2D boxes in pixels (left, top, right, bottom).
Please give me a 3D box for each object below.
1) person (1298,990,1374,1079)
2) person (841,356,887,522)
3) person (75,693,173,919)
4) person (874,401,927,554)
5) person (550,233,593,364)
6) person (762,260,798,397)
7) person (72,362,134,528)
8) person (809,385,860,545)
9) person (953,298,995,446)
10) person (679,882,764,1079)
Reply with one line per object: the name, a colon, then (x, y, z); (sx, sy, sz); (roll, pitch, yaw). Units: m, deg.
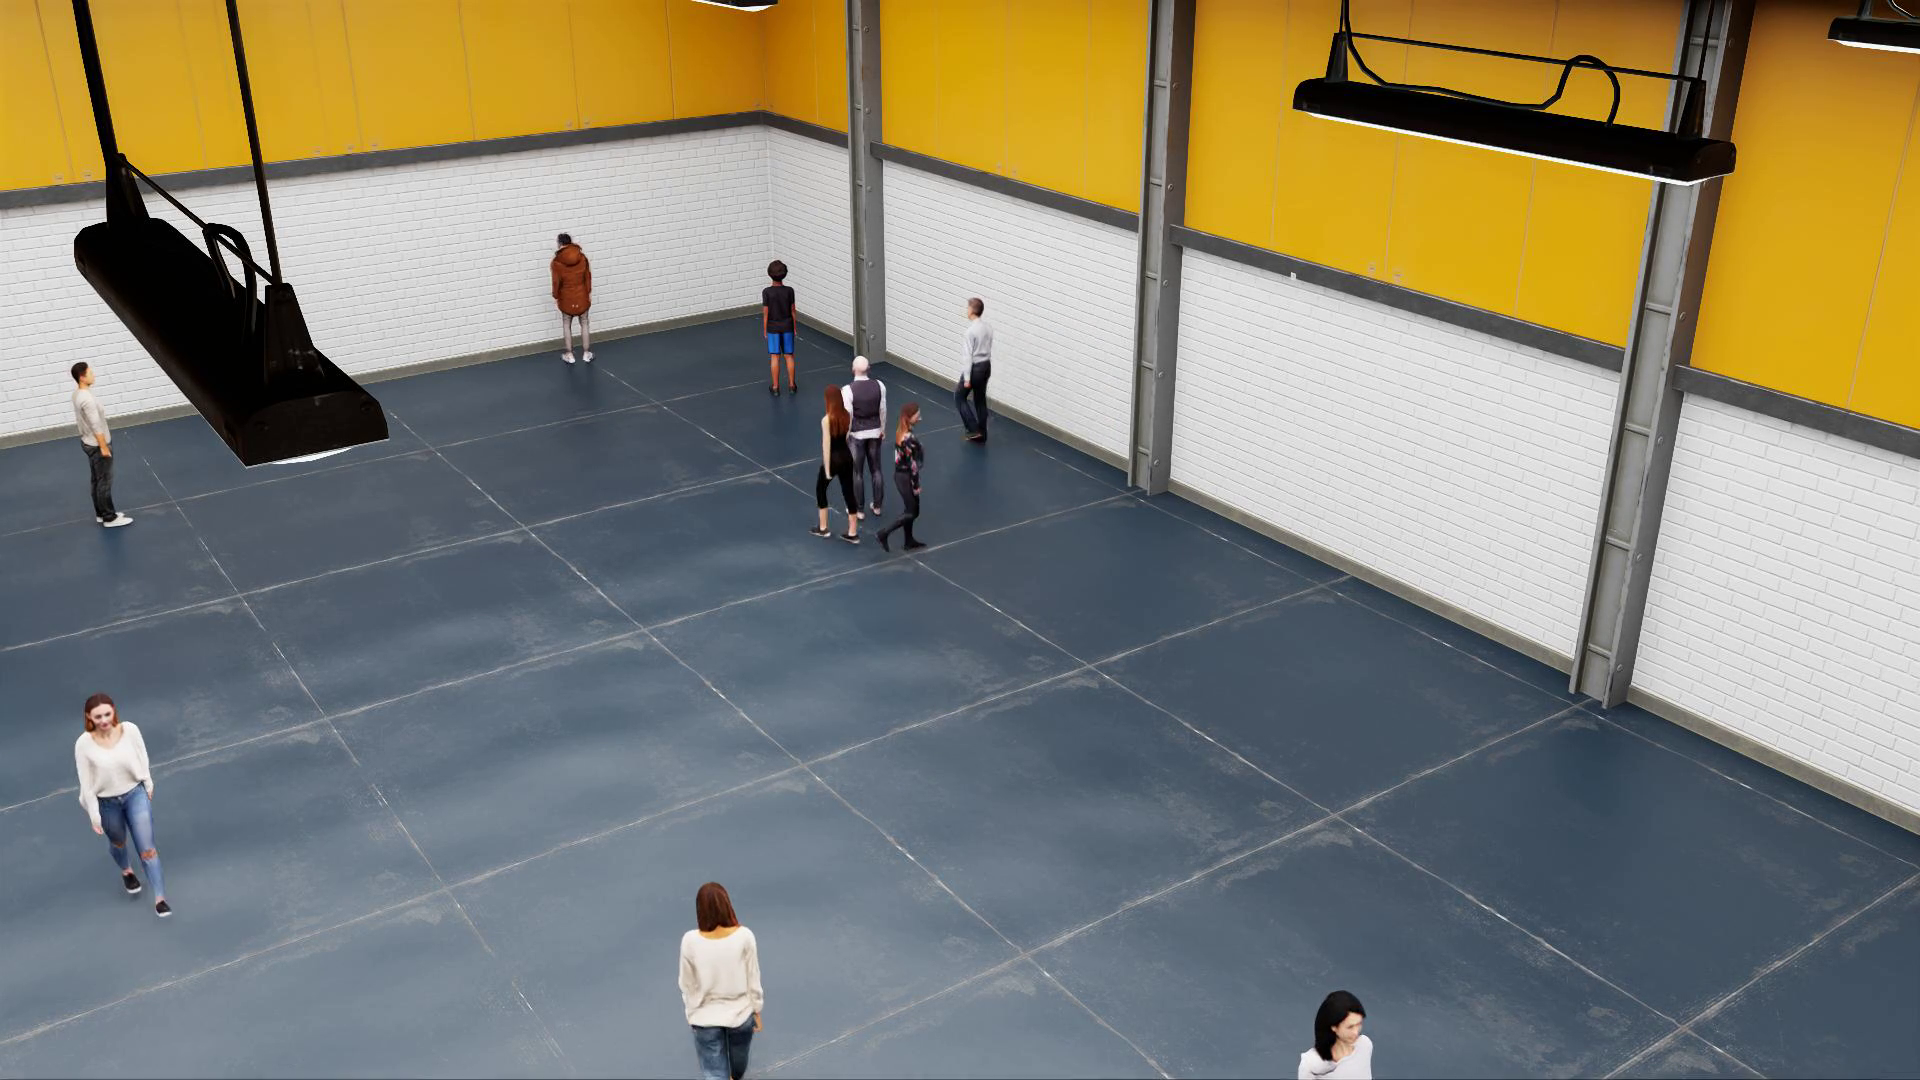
person: (1.922, 3.049, 8.630); (0.633, 1.702, 0.578); (-13, 27, -27)
person: (-1.043, -1.112, 17.997); (0.698, 1.824, 0.607); (-13, 27, -28)
person: (-5.862, 1.799, 11.556); (0.621, 1.648, 1.048); (-16, 28, -32)
person: (-0.607, -0.609, 17.043); (0.845, 1.666, 0.856); (-6, 24, -13)
person: (-5.397, -3.380, 23.176); (0.781, 1.830, 0.761); (-6, 24, -14)
person: (-2.362, -2.792, 21.869); (0.675, 1.799, 0.686); (-6, 24, -14)
person: (-9.271, -1.030, 17.826); (0.727, 1.810, 0.491); (-19, 30, -36)
person: (-1.214, -0.762, 17.345); (0.651, 1.704, 0.867); (-21, 31, -39)
person: (0.263, -2.008, 20.073); (0.712, 1.803, 0.737); (18, 30, 36)
person: (-1.332, 2.752, 9.389); (0.929, 1.638, 1.152); (-3, 24, -7)
